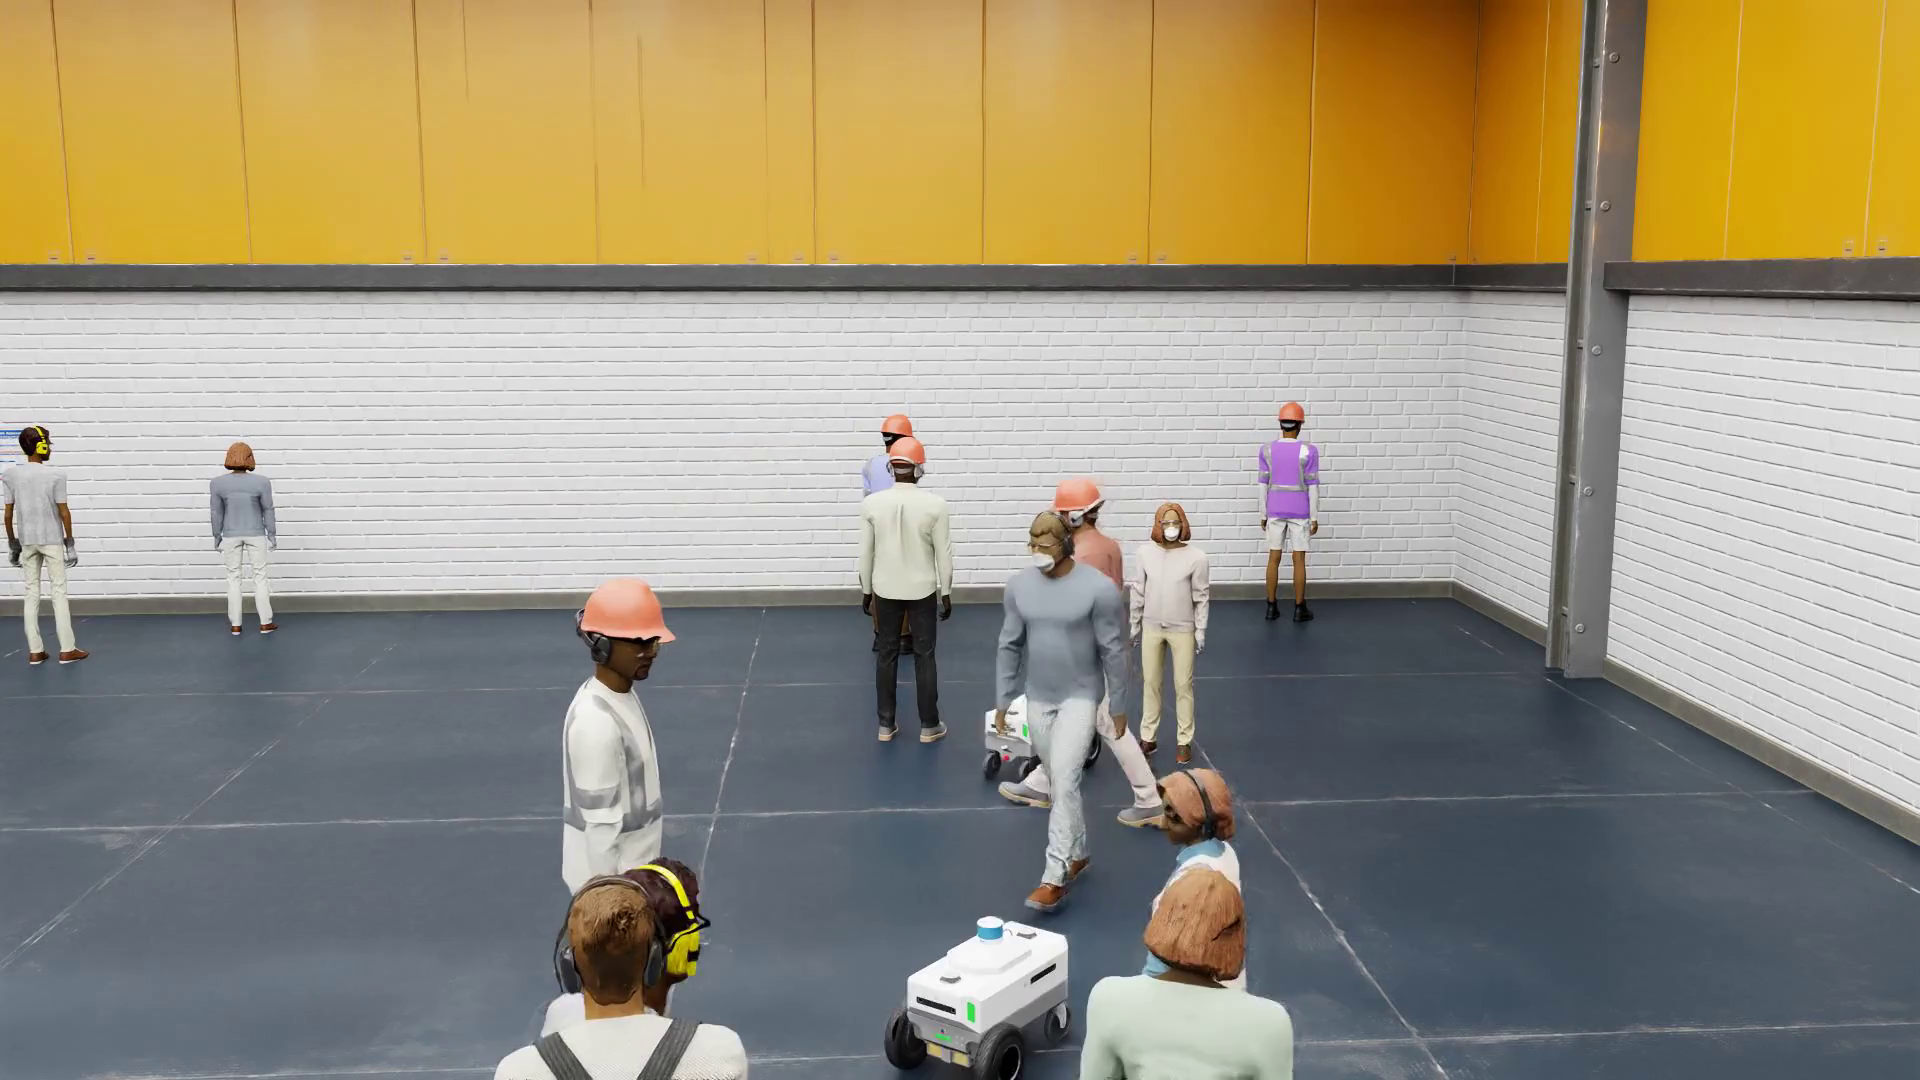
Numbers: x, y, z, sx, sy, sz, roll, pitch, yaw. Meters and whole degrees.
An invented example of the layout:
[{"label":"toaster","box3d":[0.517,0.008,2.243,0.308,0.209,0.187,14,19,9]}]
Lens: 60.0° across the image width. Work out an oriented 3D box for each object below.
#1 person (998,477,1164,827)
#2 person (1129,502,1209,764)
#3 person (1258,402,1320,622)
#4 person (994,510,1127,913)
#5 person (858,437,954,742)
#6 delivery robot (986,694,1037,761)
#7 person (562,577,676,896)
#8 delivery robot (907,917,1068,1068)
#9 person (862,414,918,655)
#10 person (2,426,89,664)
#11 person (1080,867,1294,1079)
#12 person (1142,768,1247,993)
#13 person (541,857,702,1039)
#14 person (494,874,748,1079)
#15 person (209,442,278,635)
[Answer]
[{"label":"person","box3d":[0.723,0.617,9.209,1.053,1.942,0.610,4,10,23]},{"label":"person","box3d":[1.296,0.574,10.377,0.507,1.636,0.273,4,10,25]},{"label":"person","box3d":[2.885,-0.244,14.582,0.543,1.934,0.362,4,10,26]},{"label":"person","box3d":[0.417,0.816,8.018,0.644,1.903,0.883,6,11,34]},{"label":"person","box3d":[-0.345,0.323,10.840,0.623,1.989,0.400,2,9,11]},{"label":"delivery robot","box3d":[0.469,1.103,10.147,0.477,0.478,0.707,7,11,38]},{"label":"person","box3d":[-1.134,1.131,5.613,0.394,2.040,0.610,-1,9,-6]},{"label":"delivery robot","box3d":[0.116,1.699,6.407,0.477,0.478,0.707,6,11,35]},{"label":"person","box3d":[-0.514,-0.042,13.338,0.542,1.928,0.374,7,11,36]},{"label":"person","box3d":[-7.171,0.045,12.993,0.521,1.864,0.336,0,9,-2]},{"label":"person","box3d":[0.534,1.589,4.041,0.535,1.617,0.323,3,9,17]},{"label":"person","box3d":[0.710,1.455,5.043,0.876,1.580,0.500,2,9,13]},{"label":"person","box3d":[-0.735,1.594,3.463,0.502,1.816,0.965,5,10,30]},{"label":"person","box3d":[-0.680,1.587,3.415,0.504,1.837,0.354,-1,9,-9]},{"label":"person","box3d":[-6.051,-0.013,14.071,0.508,1.632,0.264,-2,9,-12]}]
